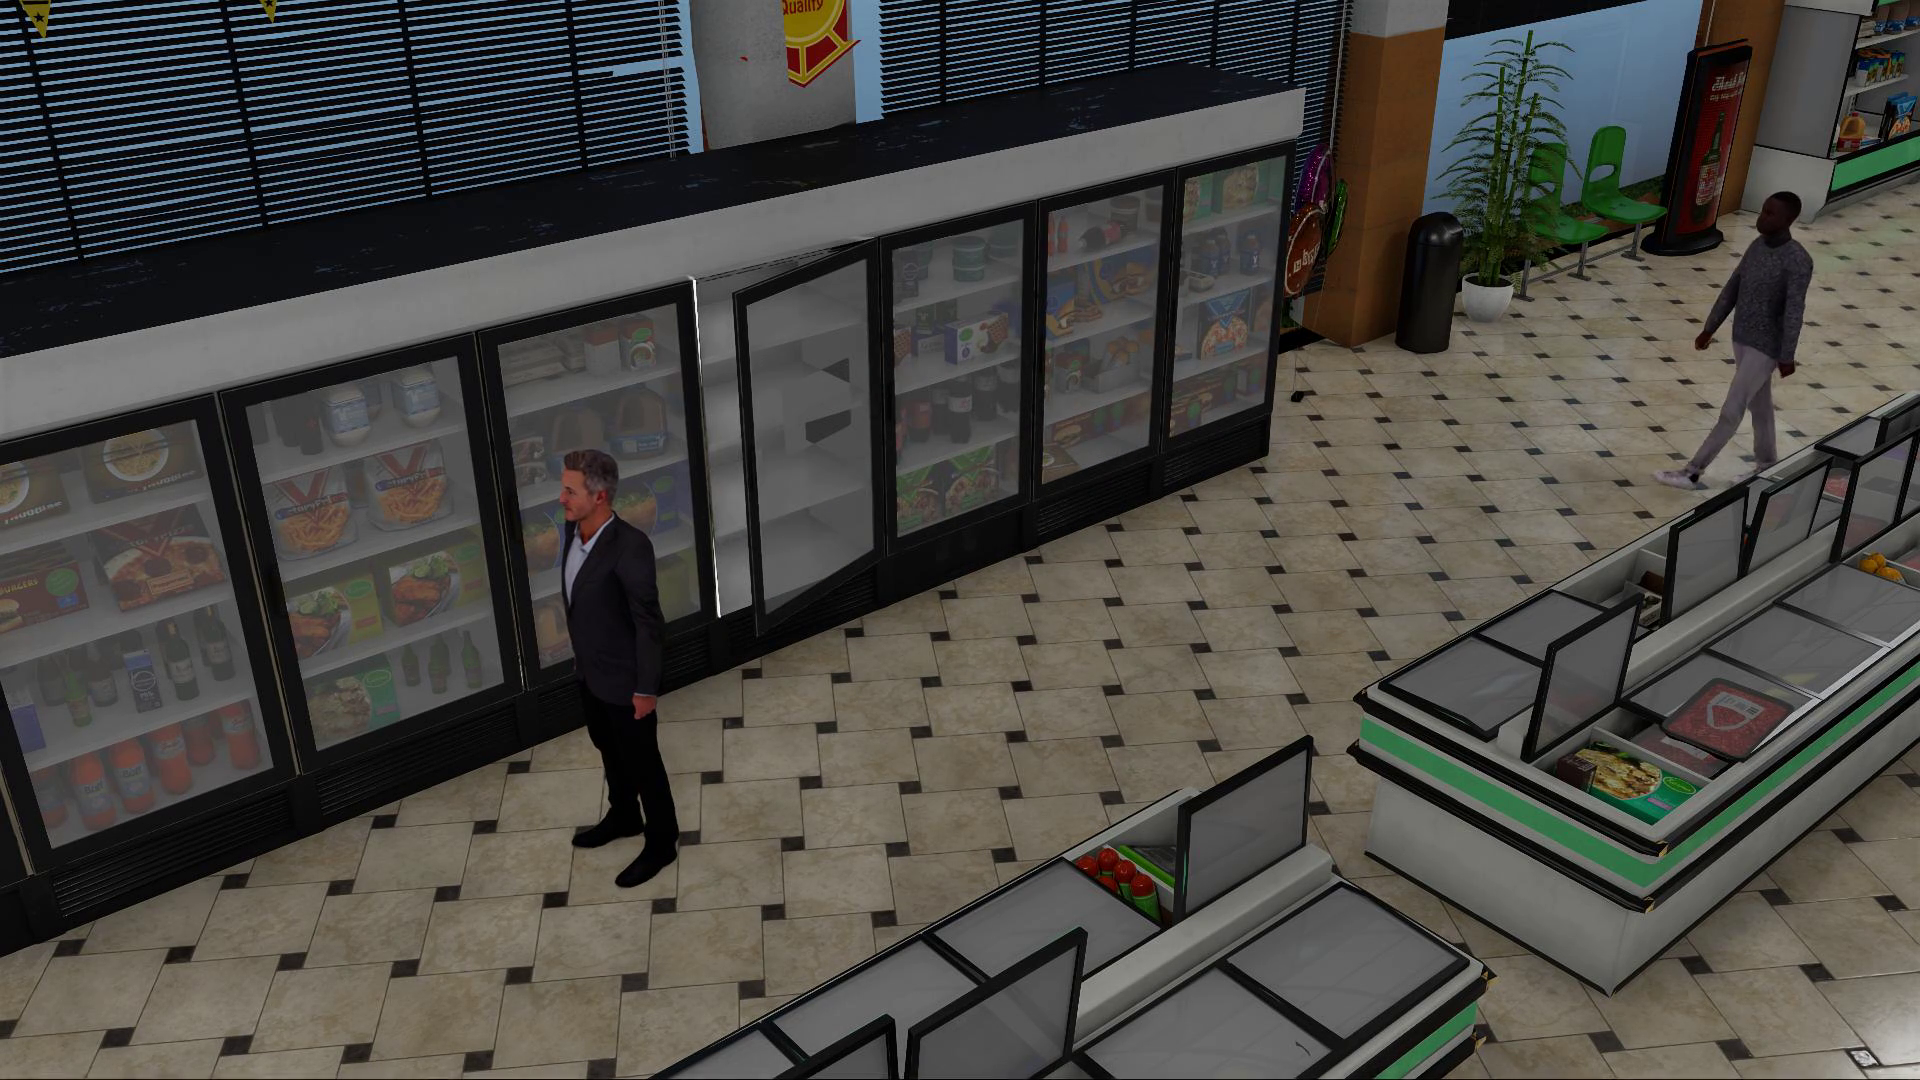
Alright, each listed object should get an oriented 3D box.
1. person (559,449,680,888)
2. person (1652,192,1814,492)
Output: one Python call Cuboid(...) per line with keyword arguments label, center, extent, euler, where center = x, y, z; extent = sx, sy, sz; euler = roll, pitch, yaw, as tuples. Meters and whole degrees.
Cuboid(label="person", center=(-1.349, 0.484, 6.479), extent=(0.554, 1.839, 0.714), euler=(-21, 34, -35))
Cuboid(label="person", center=(4.745, -1.116, 9.674), extent=(1.174, 1.803, 1.071), euler=(-1, 27, -1))
